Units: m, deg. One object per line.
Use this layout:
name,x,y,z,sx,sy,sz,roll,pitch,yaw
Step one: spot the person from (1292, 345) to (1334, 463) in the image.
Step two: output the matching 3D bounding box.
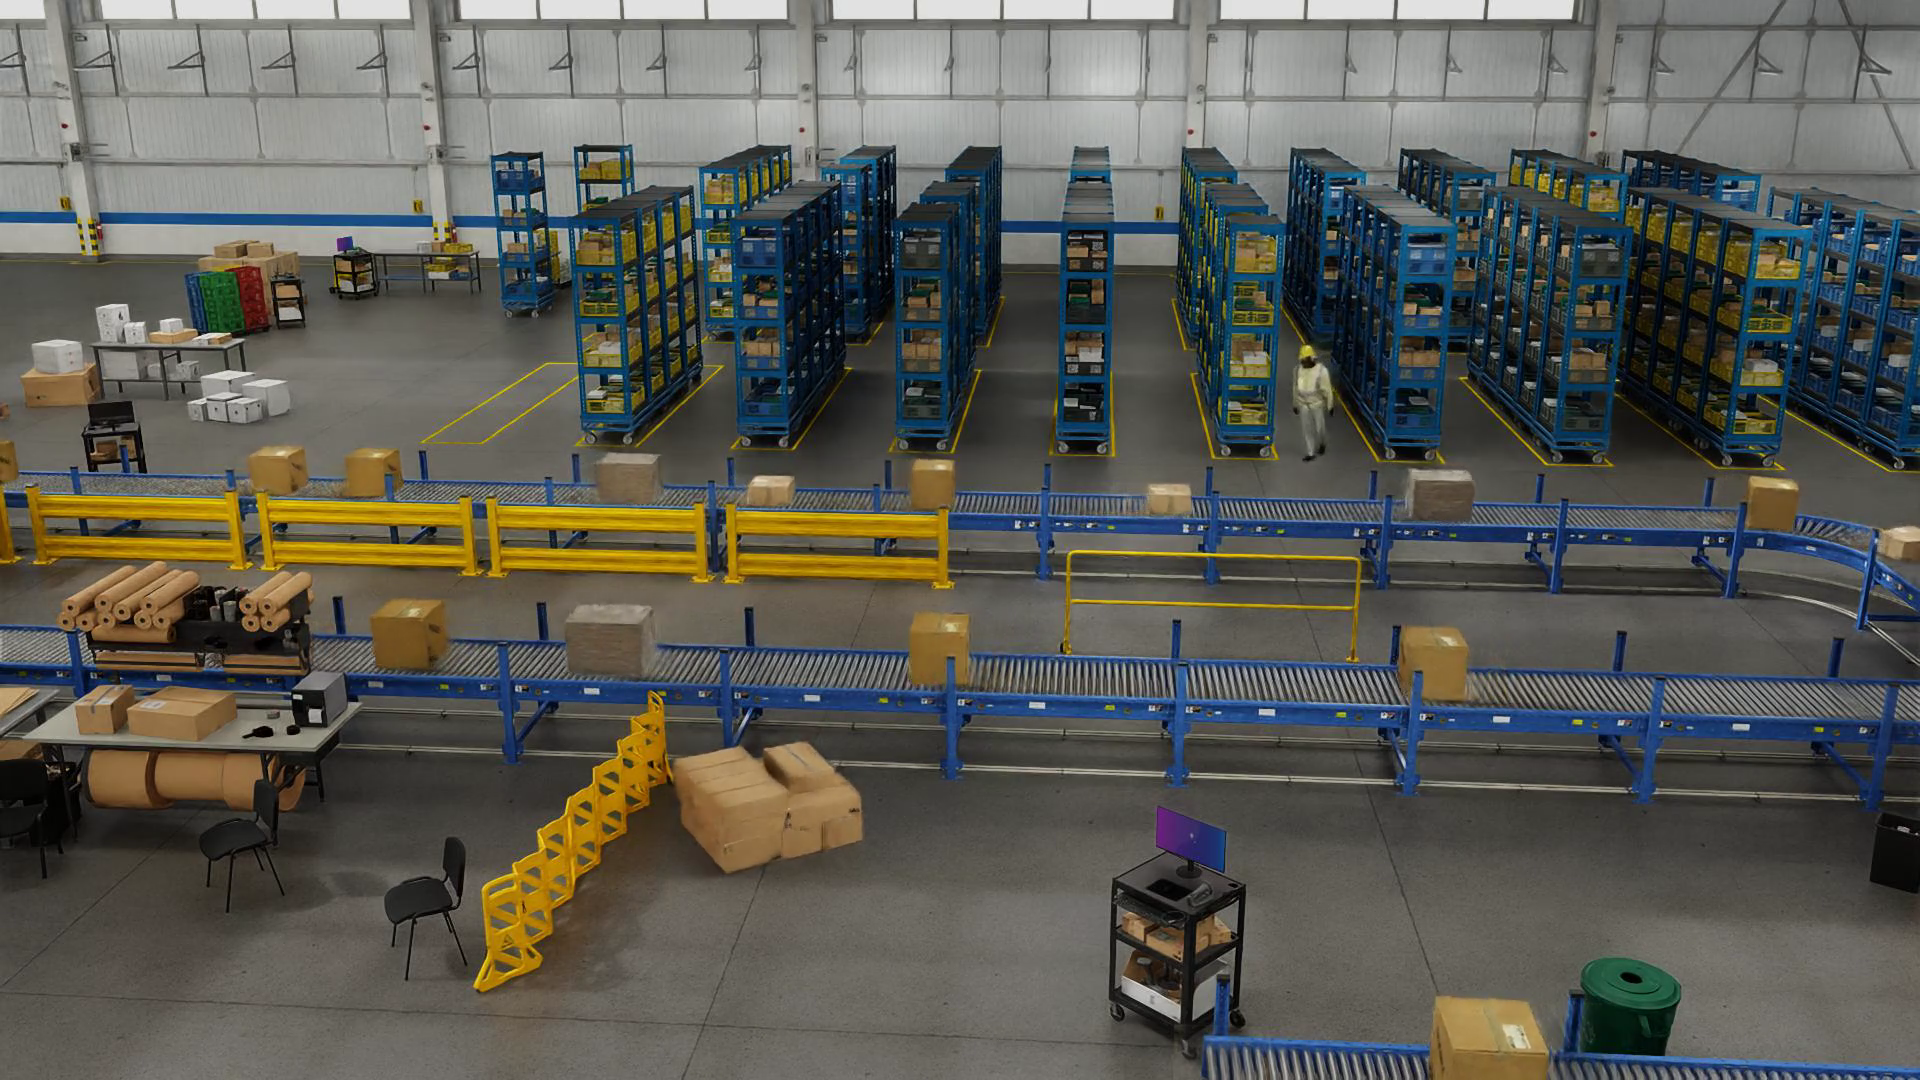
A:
person,5.406,-2.102,25.312,0.671,1.786,0.726,14,22,37

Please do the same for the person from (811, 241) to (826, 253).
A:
person,-3.476,-6.691,39.851,0.726,1.805,0.422,-5,18,-14
